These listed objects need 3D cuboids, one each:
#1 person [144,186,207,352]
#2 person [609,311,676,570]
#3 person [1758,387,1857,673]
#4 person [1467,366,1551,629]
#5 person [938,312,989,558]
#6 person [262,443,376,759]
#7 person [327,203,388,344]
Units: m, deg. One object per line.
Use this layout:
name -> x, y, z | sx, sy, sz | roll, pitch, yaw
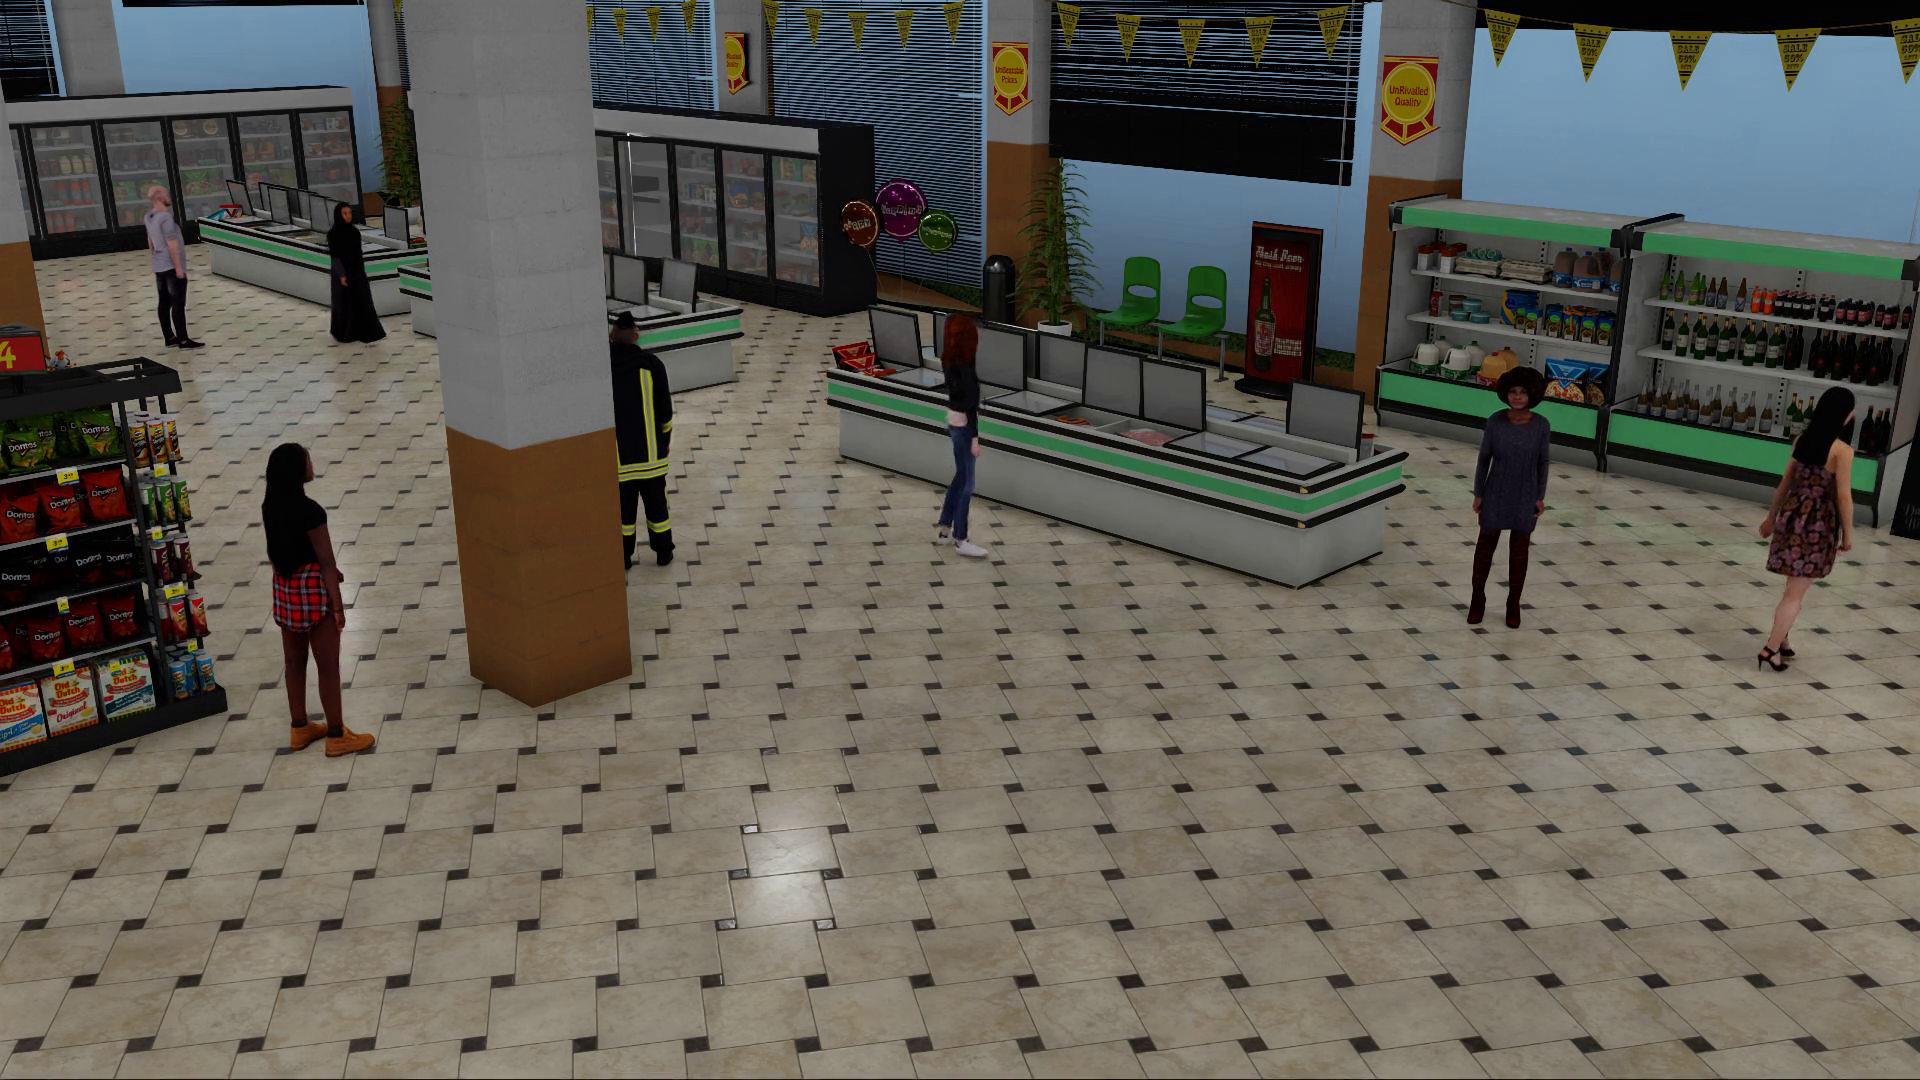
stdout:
person -> -8.948, -3.084, 18.813 | 0.551, 1.837, 0.741 | 15, 24, 37
person -> -2.315, -0.708, 11.731 | 0.870, 1.860, 0.885 | -5, 19, -13
person -> 5.039, -0.034, 9.885 | 0.848, 1.762, 0.792 | -5, 19, -13
person -> 3.531, -0.272, 10.674 | 0.593, 1.710, 0.725 | 6, 20, 18
person -> 0.031, -0.747, 11.980 | 0.781, 1.774, 0.696 | 2, 19, 7
person -> -3.491, 0.319, 8.892 | 0.627, 1.728, 0.738 | 10, 21, 26
person -> -7.077, -3.066, 19.113 | 1.095, 1.611, 0.657 | 15, 24, 38
